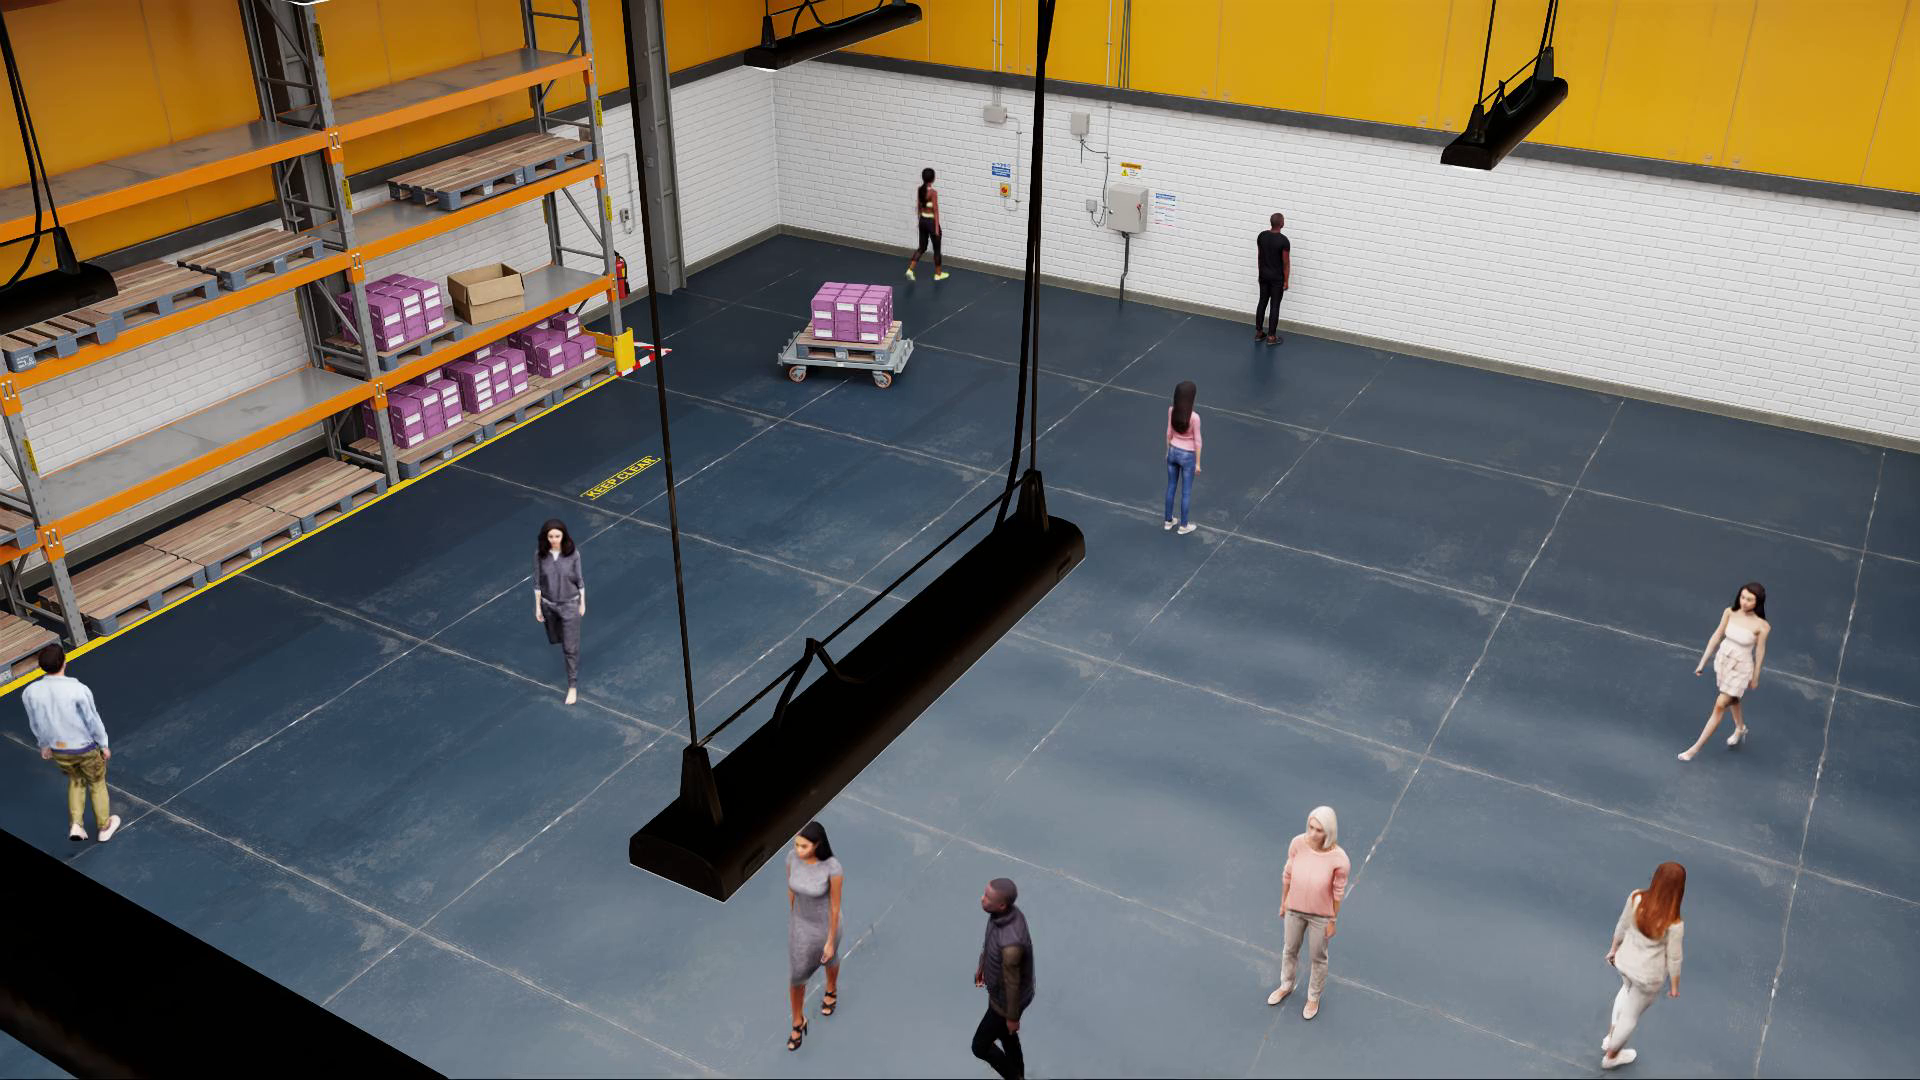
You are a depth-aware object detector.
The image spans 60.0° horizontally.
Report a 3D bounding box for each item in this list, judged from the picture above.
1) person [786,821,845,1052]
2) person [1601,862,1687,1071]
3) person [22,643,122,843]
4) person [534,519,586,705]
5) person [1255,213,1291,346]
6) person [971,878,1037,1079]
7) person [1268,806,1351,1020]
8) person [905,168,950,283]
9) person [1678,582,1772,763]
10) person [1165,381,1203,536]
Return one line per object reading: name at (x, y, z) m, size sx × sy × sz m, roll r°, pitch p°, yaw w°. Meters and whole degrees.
person at (-0.935, 2.587, 11.375) m, size 0.697 × 1.756 × 0.924 m, roll 8°, pitch 30°, yaw 14°
person at (4.423, 2.846, 10.959) m, size 0.743 × 1.701 × 0.725 m, roll -15°, pitch 32°, yaw -25°
person at (-6.968, 1.657, 13.028) m, size 0.870 × 1.805 × 0.929 m, roll 0°, pitch 29°, yaw 0°
person at (-3.620, 0.562, 15.109) m, size 0.928 × 1.737 × 1.131 m, roll 0°, pitch 29°, yaw -1°
person at (4.230, -3.553, 22.566) m, size 0.719 × 1.820 × 0.653 m, roll 25°, pitch 37°, yaw 38°
person at (0.383, 2.918, 10.697) m, size 0.892 × 1.825 × 0.792 m, roll -3°, pitch 29°, yaw -6°
person at (2.426, 2.542, 11.490) m, size 0.605 × 1.725 × 0.528 m, roll 17°, pitch 33°, yaw 29°
person at (-0.522, -4.621, 24.613) m, size 0.727 × 1.734 × 1.056 m, roll 24°, pitch 37°, yaw 37°
person at (6.639, 1.108, 14.165) m, size 1.149 × 1.681 × 0.937 m, roll -16°, pitch 32°, yaw -26°
person at (2.369, -0.898, 17.779) m, size 0.604 × 1.742 × 0.563 m, roll 22°, pitch 36°, yaw 35°
